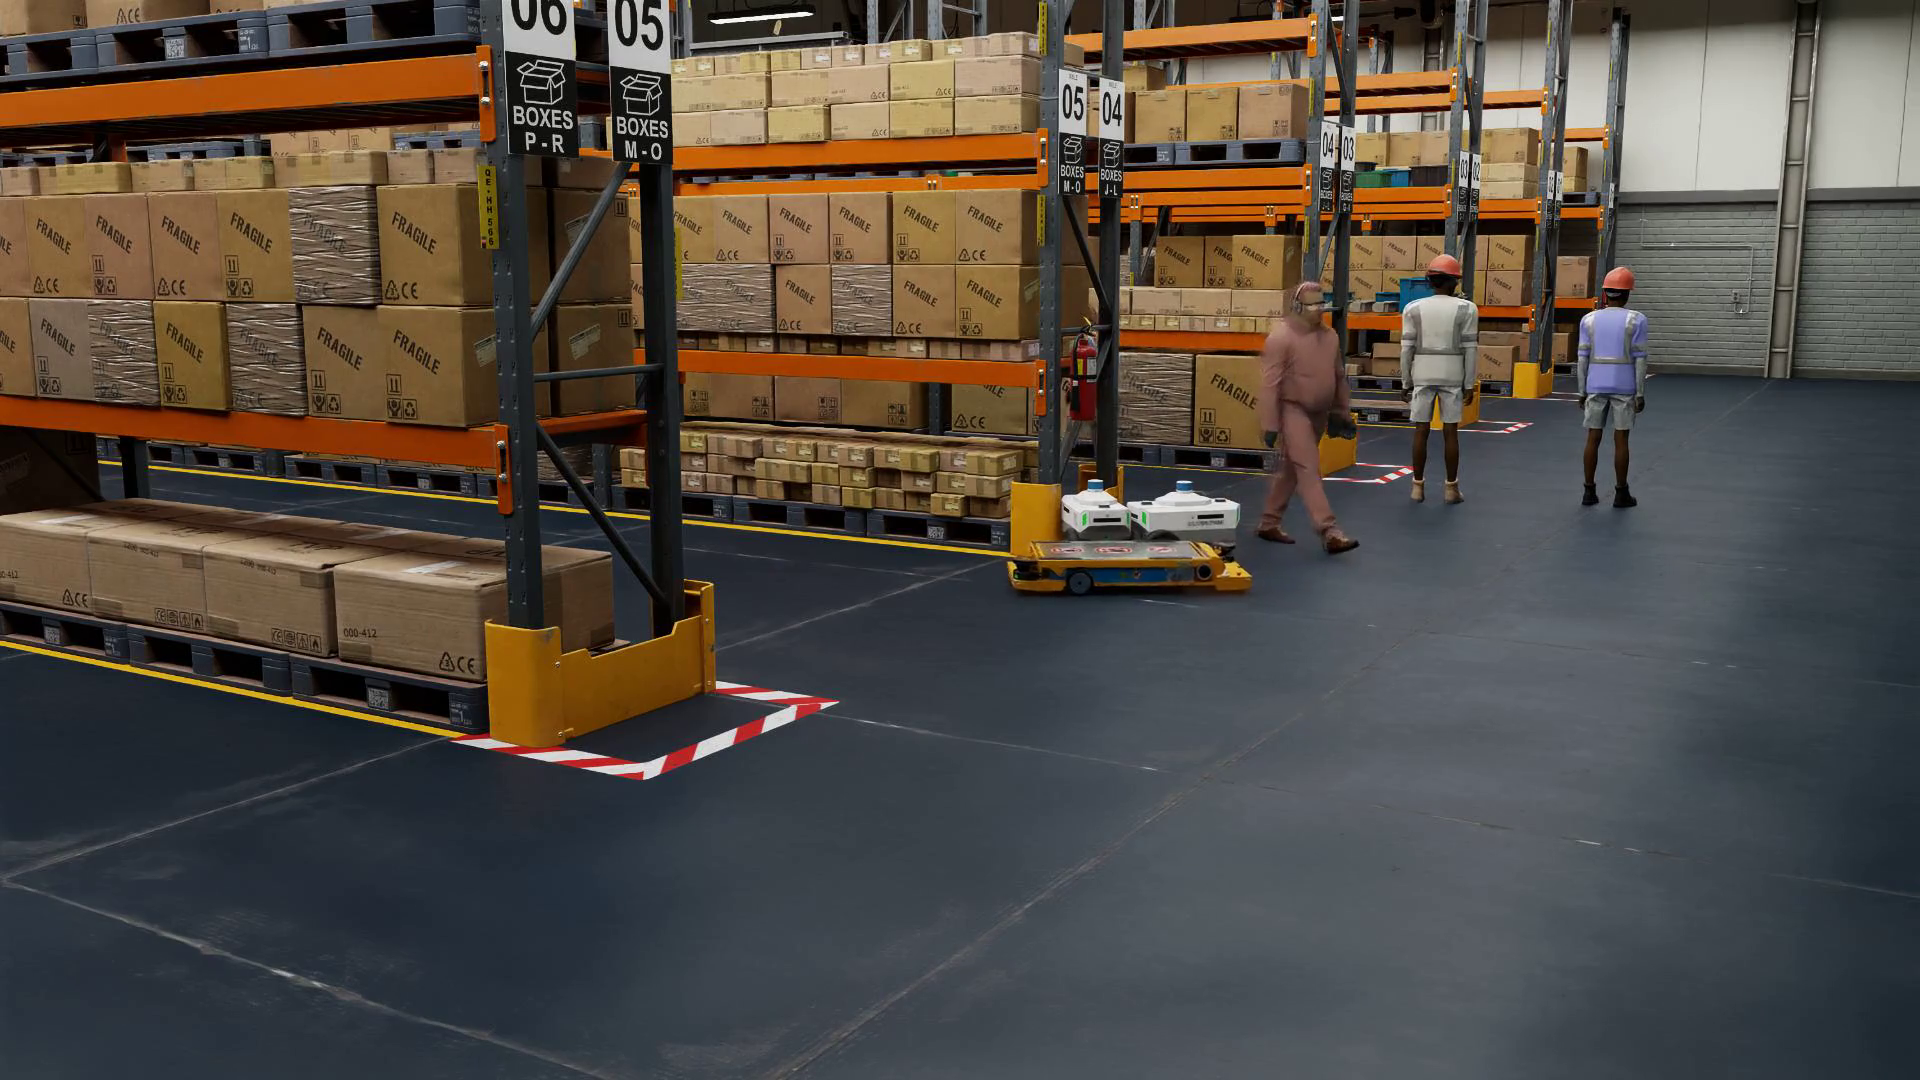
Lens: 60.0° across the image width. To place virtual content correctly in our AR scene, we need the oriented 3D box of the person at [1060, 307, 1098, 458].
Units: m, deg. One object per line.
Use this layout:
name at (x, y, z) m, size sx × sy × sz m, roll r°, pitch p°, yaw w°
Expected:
person at (1.016, -1.309, 14.917) m, size 0.834 × 1.593 × 0.548 m, roll 1°, pitch 10°, yaw 4°

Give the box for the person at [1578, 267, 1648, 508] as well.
person at (5.288, -1.231, 13.489) m, size 0.542 × 1.939 × 0.363 m, roll 7°, pitch 12°, yaw 37°

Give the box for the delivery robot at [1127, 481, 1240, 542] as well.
delivery robot at (1.465, -0.144, 10.899) m, size 0.707 × 0.478 × 0.477 m, roll -2°, pitch 10°, yaw -14°

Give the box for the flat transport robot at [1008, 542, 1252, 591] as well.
flat transport robot at (1.027, 0.154, 10.258) m, size 1.431 × 0.197 × 0.652 m, roll 0°, pitch 10°, yaw -1°

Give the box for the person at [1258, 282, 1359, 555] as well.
person at (2.407, -0.840, 11.450) m, size 0.648 × 1.849 × 0.995 m, roll -8°, pitch 13°, yaw -39°

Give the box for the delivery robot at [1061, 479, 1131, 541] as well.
delivery robot at (0.889, -0.156, 10.962) m, size 0.477 × 0.478 × 0.707 m, roll -1°, pitch 10°, yaw -8°

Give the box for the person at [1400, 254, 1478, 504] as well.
person at (3.927, -1.313, 13.675) m, size 0.609 × 2.040 × 0.395 m, roll 4°, pitch 11°, yaw 23°
